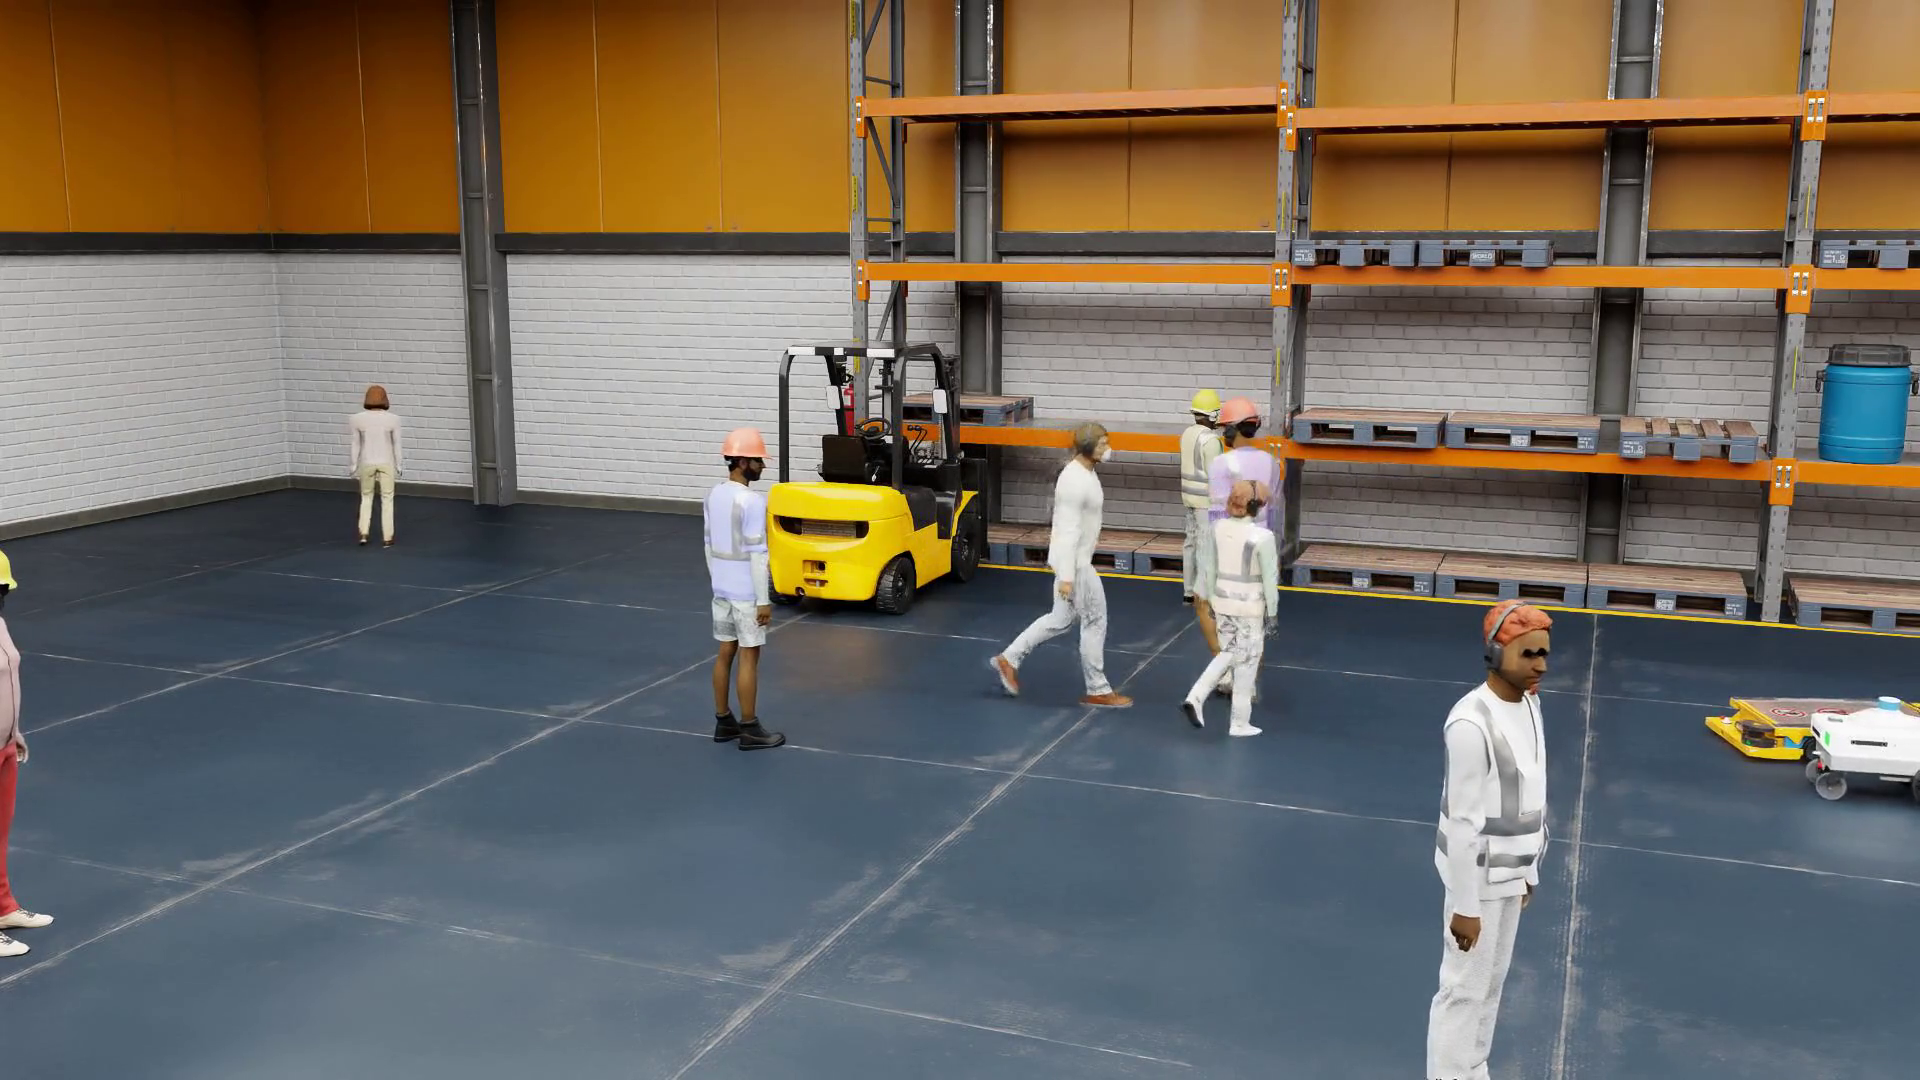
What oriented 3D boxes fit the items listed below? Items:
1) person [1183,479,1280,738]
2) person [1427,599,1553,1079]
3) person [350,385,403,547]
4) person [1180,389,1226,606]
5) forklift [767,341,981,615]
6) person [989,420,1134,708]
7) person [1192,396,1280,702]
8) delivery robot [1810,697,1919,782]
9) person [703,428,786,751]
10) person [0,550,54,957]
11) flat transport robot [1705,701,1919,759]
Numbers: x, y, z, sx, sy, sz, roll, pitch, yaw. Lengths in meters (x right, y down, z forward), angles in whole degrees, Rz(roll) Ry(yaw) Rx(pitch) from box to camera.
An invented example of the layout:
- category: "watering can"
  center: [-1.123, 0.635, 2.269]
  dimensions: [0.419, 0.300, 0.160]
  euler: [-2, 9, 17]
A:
- category: "person"
  center: [1.664, 0.434, 10.088]
  dimensions: [0.444, 1.625, 0.523]
  euler: [-8, 13, -37]
- category: "person"
  center: [1.760, 1.122, 5.511]
  dimensions: [0.346, 1.881, 0.578]
  euler: [8, 13, 36]
- category: "person"
  center: [-5.821, -0.731, 16.604]
  dimensions: [0.520, 1.607, 0.379]
  euler: [-2, 10, -11]
- category: "person"
  center: [2.027, -0.325, 13.697]
  dimensions: [0.404, 1.837, 0.589]
  euler: [-3, 11, -18]
- category: "forklift"
  center: [-0.739, -0.602, 14.246]
  dimensions: [1.214, 2.155, 2.313]
  euler: [4, 11, 21]
- category: "person"
  center: [0.656, 0.155, 10.890]
  dimensions: [0.906, 1.907, 0.637]
  euler: [1, 10, 8]
- category: "person"
  center: [1.798, 0.060, 11.033]
  dimensions: [0.647, 2.021, 0.582]
  euler: [-7, 13, -36]
- category: "delivery robot"
  center: [5.048, 1.099, 9.075]
  dimensions: [0.707, 0.478, 0.477]
  euler: [3, 11, 15]
- category: "person"
  center: [-1.304, 0.291, 9.997]
  dimensions: [0.376, 1.934, 0.547]
  euler: [-9, 13, -40]
- category: "person"
  center: [-4.151, 0.891, 7.139]
  dimensions: [0.328, 1.762, 0.523]
  euler: [-2, 10, -9]
- category: "flat transport robot"
  center: [5.324, 1.128, 9.964]
  dimensions: [1.431, 0.197, 0.652]
  euler: [0, 10, 3]
